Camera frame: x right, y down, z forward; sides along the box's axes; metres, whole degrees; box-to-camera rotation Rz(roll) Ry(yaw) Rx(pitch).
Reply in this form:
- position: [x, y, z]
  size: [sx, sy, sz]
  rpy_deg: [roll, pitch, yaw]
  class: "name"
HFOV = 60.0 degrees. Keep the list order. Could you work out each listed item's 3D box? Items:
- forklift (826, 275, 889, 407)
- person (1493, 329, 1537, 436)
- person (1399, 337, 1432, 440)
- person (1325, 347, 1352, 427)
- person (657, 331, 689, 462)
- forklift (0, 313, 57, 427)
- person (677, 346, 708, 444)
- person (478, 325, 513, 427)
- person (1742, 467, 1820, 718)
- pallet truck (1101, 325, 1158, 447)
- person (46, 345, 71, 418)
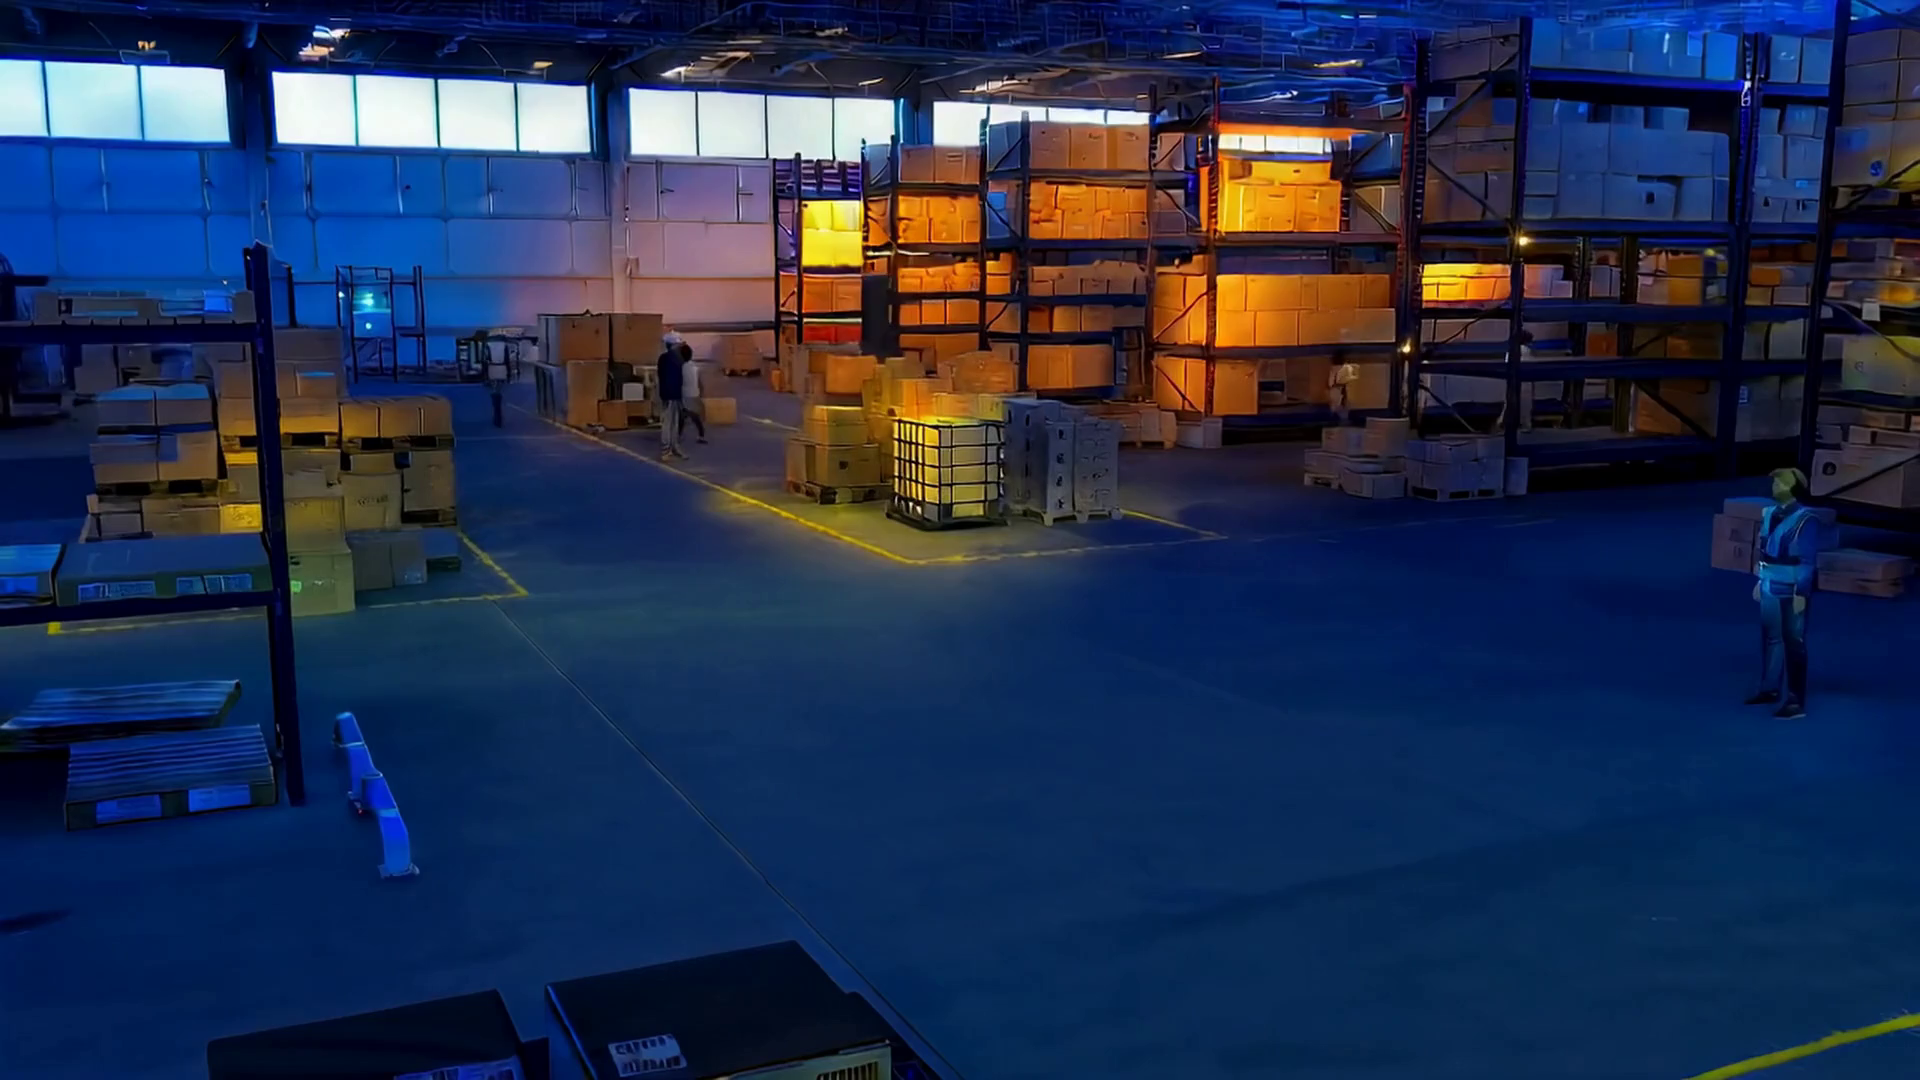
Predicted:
- position: [-1.874, -4.331, 35.958]
  size: [1.873, 2.768, 1.129]
  rpy_deg: [-4, 10, -25]
  class: "forklift"
- position: [9.814, -2.748, 29.191]
  size: [0.862, 1.896, 0.643]
  rpy_deg: [-4, 10, -24]
  class: "person"
- position: [6.663, -2.009, 24.469]
  size: [0.361, 1.935, 0.553]
  rpy_deg: [-5, 10, -28]
  class: "person"
- position: [6.182, -2.305, 27.091]
  size: [0.403, 1.688, 0.541]
  rpy_deg: [-3, 10, -17]
  class: "person"
- position: [-4.399, -2.196, 25.471]
  size: [0.387, 1.988, 0.608]
  rpy_deg: [3, 10, 18]
  class: "person"
- position: [-17.916, -3.491, 30.748]
  size: [1.873, 2.768, 1.129]
  rpy_deg: [-4, 10, -25]
  class: "forklift"
- position: [-4.602, -2.447, 28.072]
  size: [0.867, 1.648, 0.547]
  rpy_deg: [3, 10, 21]
  class: "person"
- position: [-8.793, -3.095, 31.335]
  size: [0.565, 1.888, 0.953]
  rpy_deg: [-7, 12, -38]
  class: "person"
- position: [5.380, 0.337, 10.857]
  size: [0.311, 1.633, 0.519]
  rpy_deg: [-1, 9, -9]
  class: "person"
- position: [2.881, -2.596, 27.923]
  size: [0.823, 1.965, 1.885]
  rpy_deg: [-1, 9, -7]
  class: "pallet truck"
- position: [-17.984, -3.393, 33.102]
  size: [0.370, 1.933, 0.633]
  rpy_deg: [-2, 9, -11]
  class: "person"
